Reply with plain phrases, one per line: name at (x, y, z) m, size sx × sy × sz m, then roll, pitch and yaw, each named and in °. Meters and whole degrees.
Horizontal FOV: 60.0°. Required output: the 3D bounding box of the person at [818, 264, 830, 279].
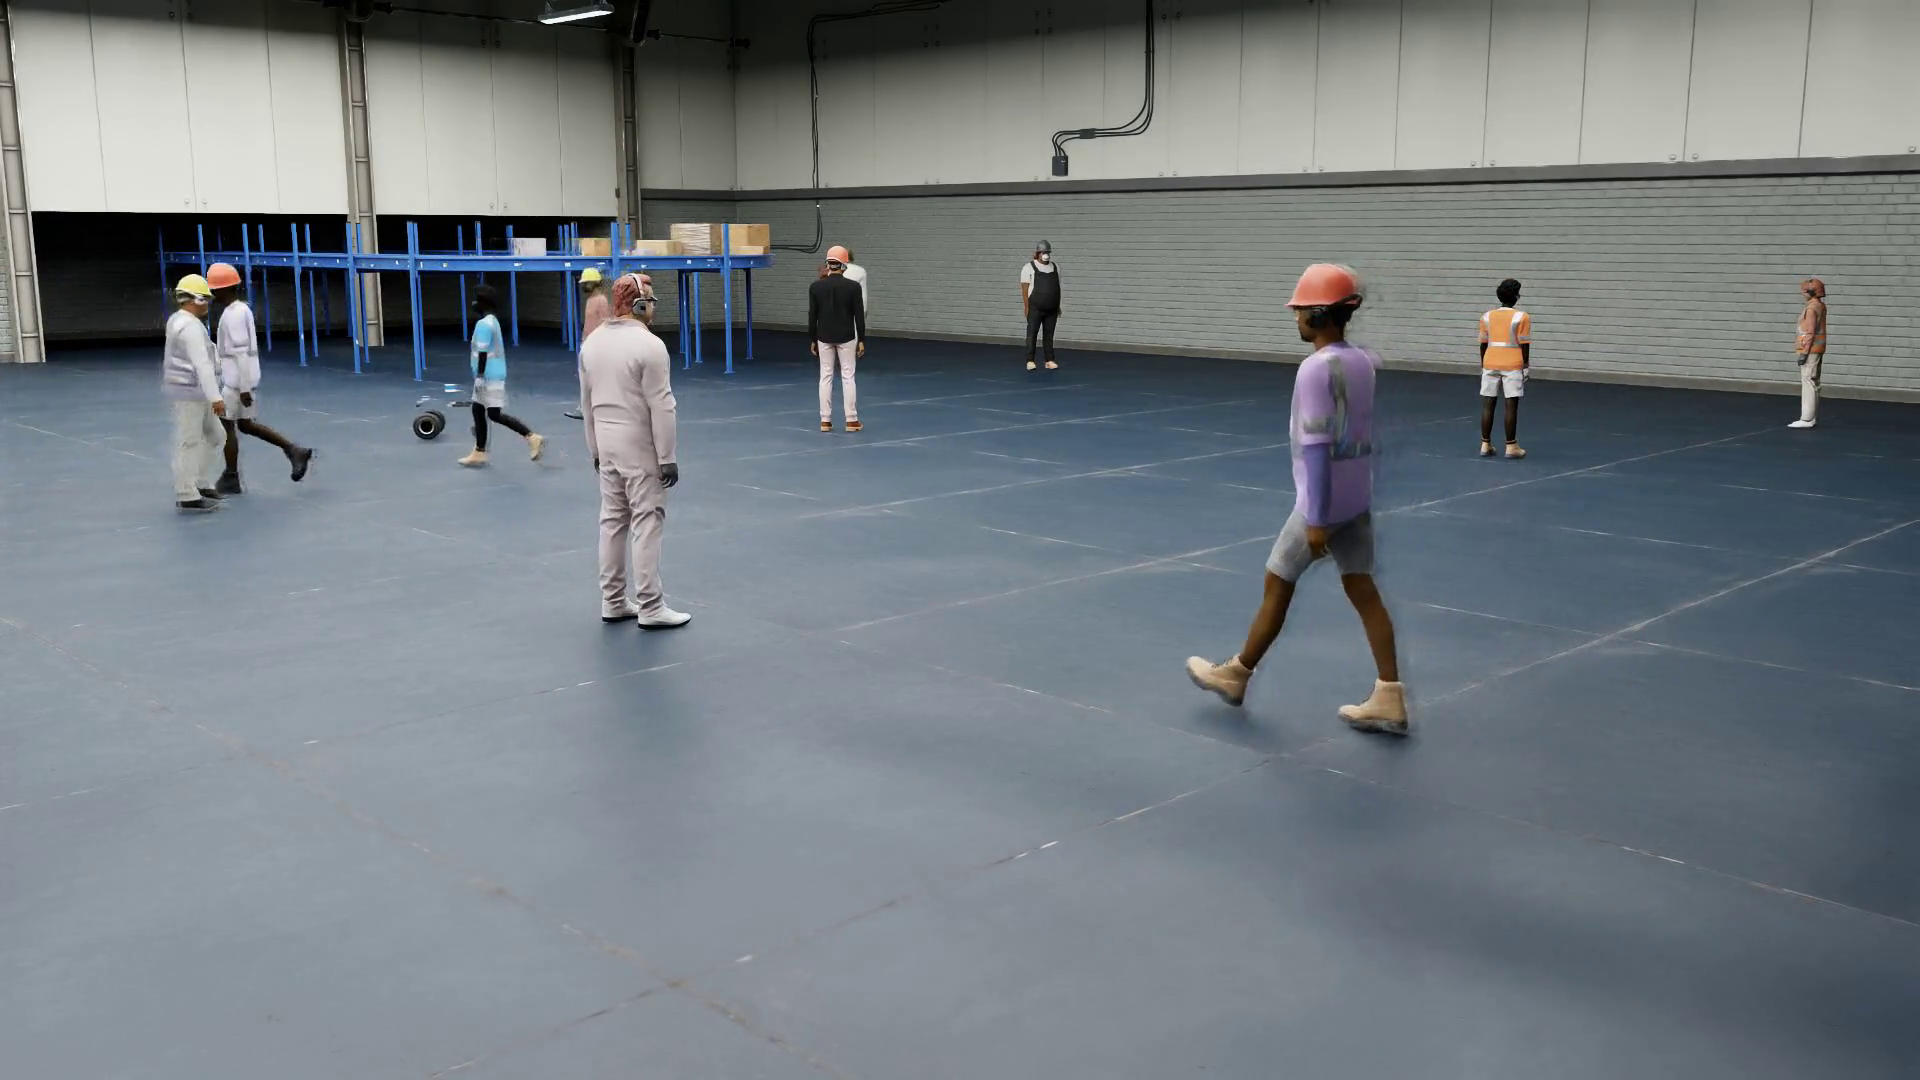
person at (-2.315, -4.098, 29.580) m, size 0.515 × 1.608 × 0.687 m, roll -5°, pitch 12°, yaw -26°

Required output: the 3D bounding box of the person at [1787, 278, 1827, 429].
person at (9.349, -2.048, 18.291) m, size 0.311 × 1.640 × 0.513 m, roll 8°, pitch 13°, yaw 37°

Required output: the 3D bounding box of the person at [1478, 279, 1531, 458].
person at (5.214, -1.644, 15.928) m, size 0.321 × 1.697 × 0.529 m, roll -9°, pitch 14°, yaw -41°

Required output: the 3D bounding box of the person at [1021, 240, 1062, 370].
person at (1.332, -3.710, 26.373) m, size 0.677 × 2.000 × 0.536 m, roll -4°, pitch 11°, yaw -23°

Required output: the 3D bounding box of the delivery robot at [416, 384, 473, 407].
delivery robot at (-5.391, -1.533, 17.592) m, size 0.698 × 0.223 × 0.335 m, roll -2°, pitch 11°, yaw -10°

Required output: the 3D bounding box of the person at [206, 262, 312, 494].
person at (-5.856, -1.331, 13.701) m, size 0.794 × 1.895 × 0.552 m, roll -3°, pitch 11°, yaw -15°

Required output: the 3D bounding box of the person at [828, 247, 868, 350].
person at (-1.795, -3.695, 26.486) m, size 0.633 × 1.925 × 0.659 m, roll 1°, pitch 10°, yaw 5°

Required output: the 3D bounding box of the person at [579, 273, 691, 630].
person at (-1.751, -0.482, 9.024) m, size 0.652 × 1.906 × 0.402 m, roll 8°, pitch 13°, yaw 38°

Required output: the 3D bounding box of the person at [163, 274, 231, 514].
person at (-5.826, -1.121, 12.779) m, size 0.515 × 1.807 × 0.624 m, roll -6°, pitch 12°, yaw -29°

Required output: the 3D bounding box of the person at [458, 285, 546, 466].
person at (-4.240, -1.507, 15.262) m, size 0.736 × 1.666 × 0.526 m, roll -2°, pitch 11°, yaw -12°

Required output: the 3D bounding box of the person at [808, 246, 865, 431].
person at (-1.329, -2.183, 18.055) m, size 0.623 × 1.992 × 0.396 m, roll 2°, pitch 11°, yaw 9°

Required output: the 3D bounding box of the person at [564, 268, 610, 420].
person at (-4.230, -2.239, 19.087) m, size 0.852 × 1.726 × 0.545 m, roll -5°, pitch 12°, yaw -27°

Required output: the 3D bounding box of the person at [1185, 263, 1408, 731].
person at (1.533, -0.193, 7.229) m, size 1.068 × 1.980 × 0.629 m, roll 8°, pitch 13°, yaw 37°
